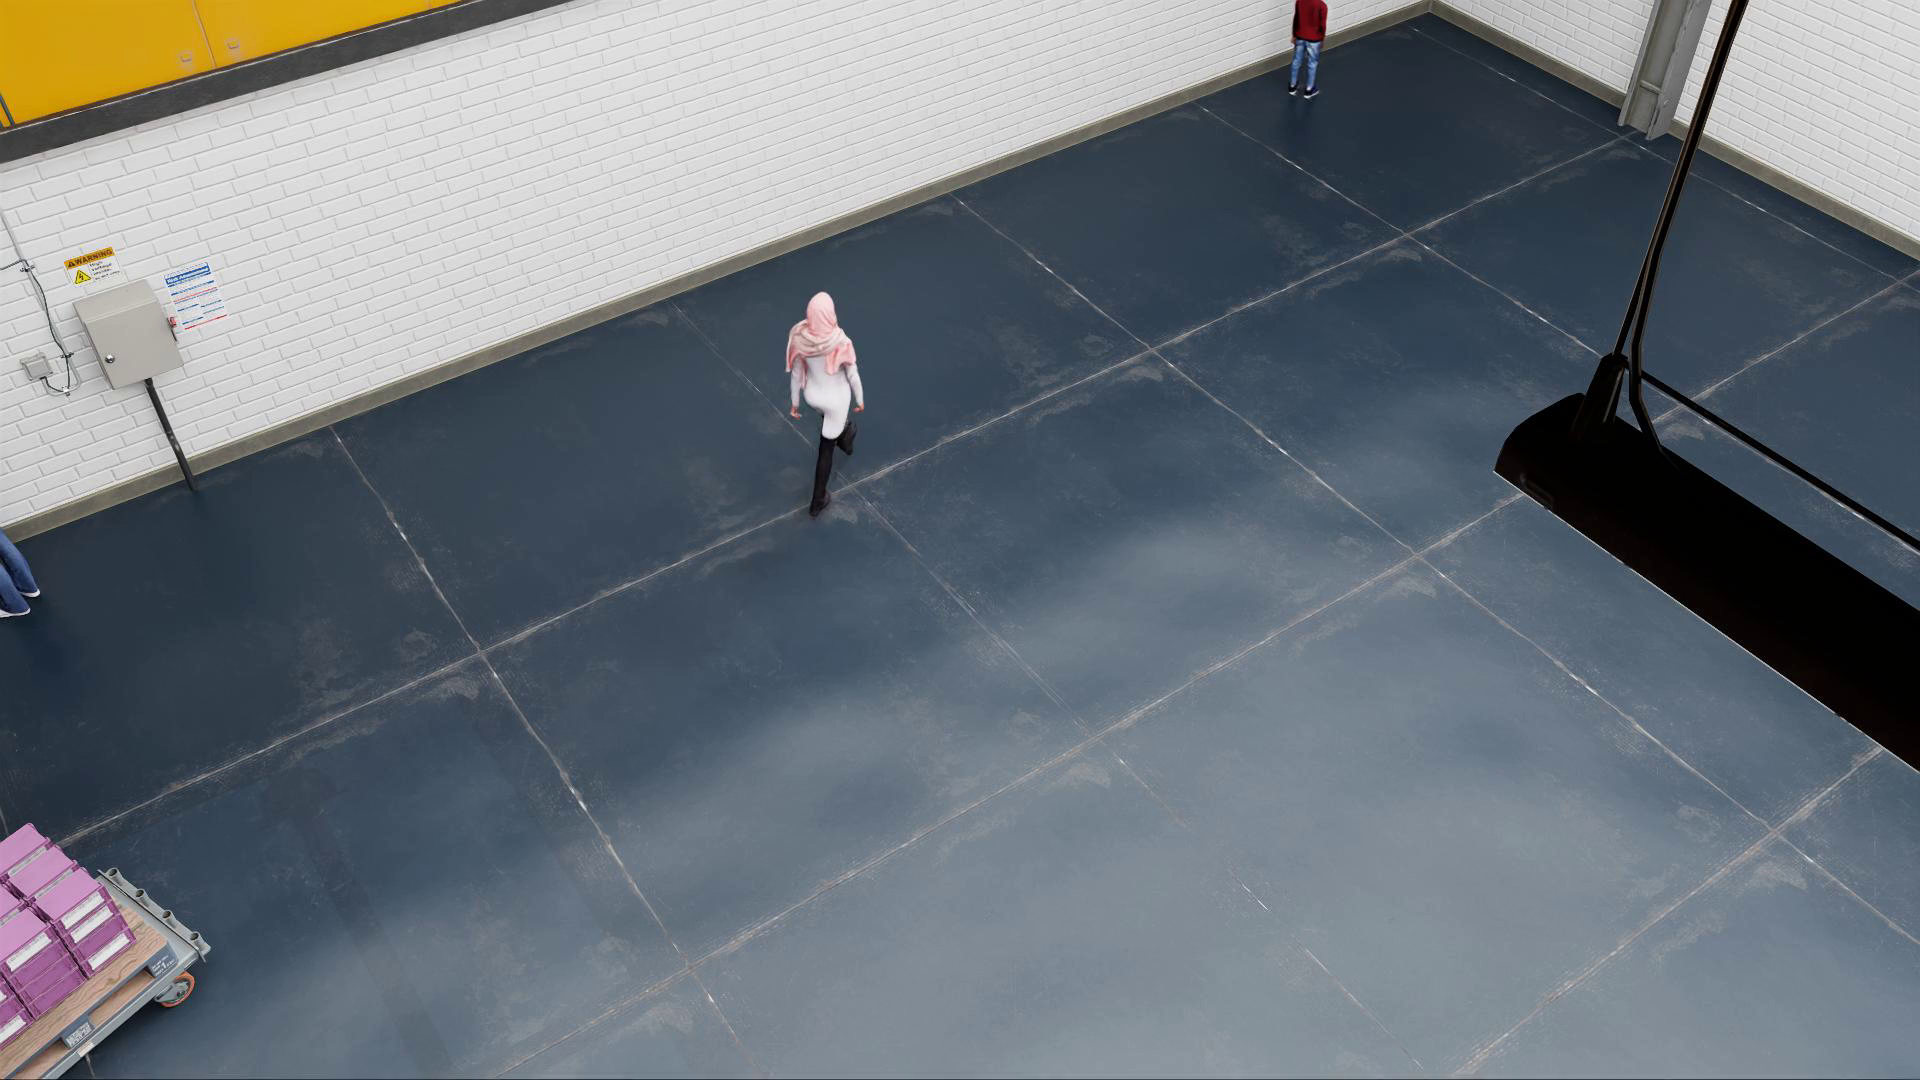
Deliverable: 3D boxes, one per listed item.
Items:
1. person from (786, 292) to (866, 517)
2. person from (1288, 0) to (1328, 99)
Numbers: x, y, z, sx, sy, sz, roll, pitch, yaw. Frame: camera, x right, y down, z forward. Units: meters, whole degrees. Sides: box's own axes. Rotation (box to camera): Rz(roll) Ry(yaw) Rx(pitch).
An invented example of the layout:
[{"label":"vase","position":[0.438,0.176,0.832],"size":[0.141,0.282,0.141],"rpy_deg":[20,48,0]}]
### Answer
[{"label":"person","position":[-0.982,-0.927,11.880],"size":[1.188,1.753,1.147],"rpy_deg":[13,45,14]},{"label":"person","position":[3.463,-5.012,16.530],"size":[0.512,1.254,0.619],"rpy_deg":[26,49,25]}]
